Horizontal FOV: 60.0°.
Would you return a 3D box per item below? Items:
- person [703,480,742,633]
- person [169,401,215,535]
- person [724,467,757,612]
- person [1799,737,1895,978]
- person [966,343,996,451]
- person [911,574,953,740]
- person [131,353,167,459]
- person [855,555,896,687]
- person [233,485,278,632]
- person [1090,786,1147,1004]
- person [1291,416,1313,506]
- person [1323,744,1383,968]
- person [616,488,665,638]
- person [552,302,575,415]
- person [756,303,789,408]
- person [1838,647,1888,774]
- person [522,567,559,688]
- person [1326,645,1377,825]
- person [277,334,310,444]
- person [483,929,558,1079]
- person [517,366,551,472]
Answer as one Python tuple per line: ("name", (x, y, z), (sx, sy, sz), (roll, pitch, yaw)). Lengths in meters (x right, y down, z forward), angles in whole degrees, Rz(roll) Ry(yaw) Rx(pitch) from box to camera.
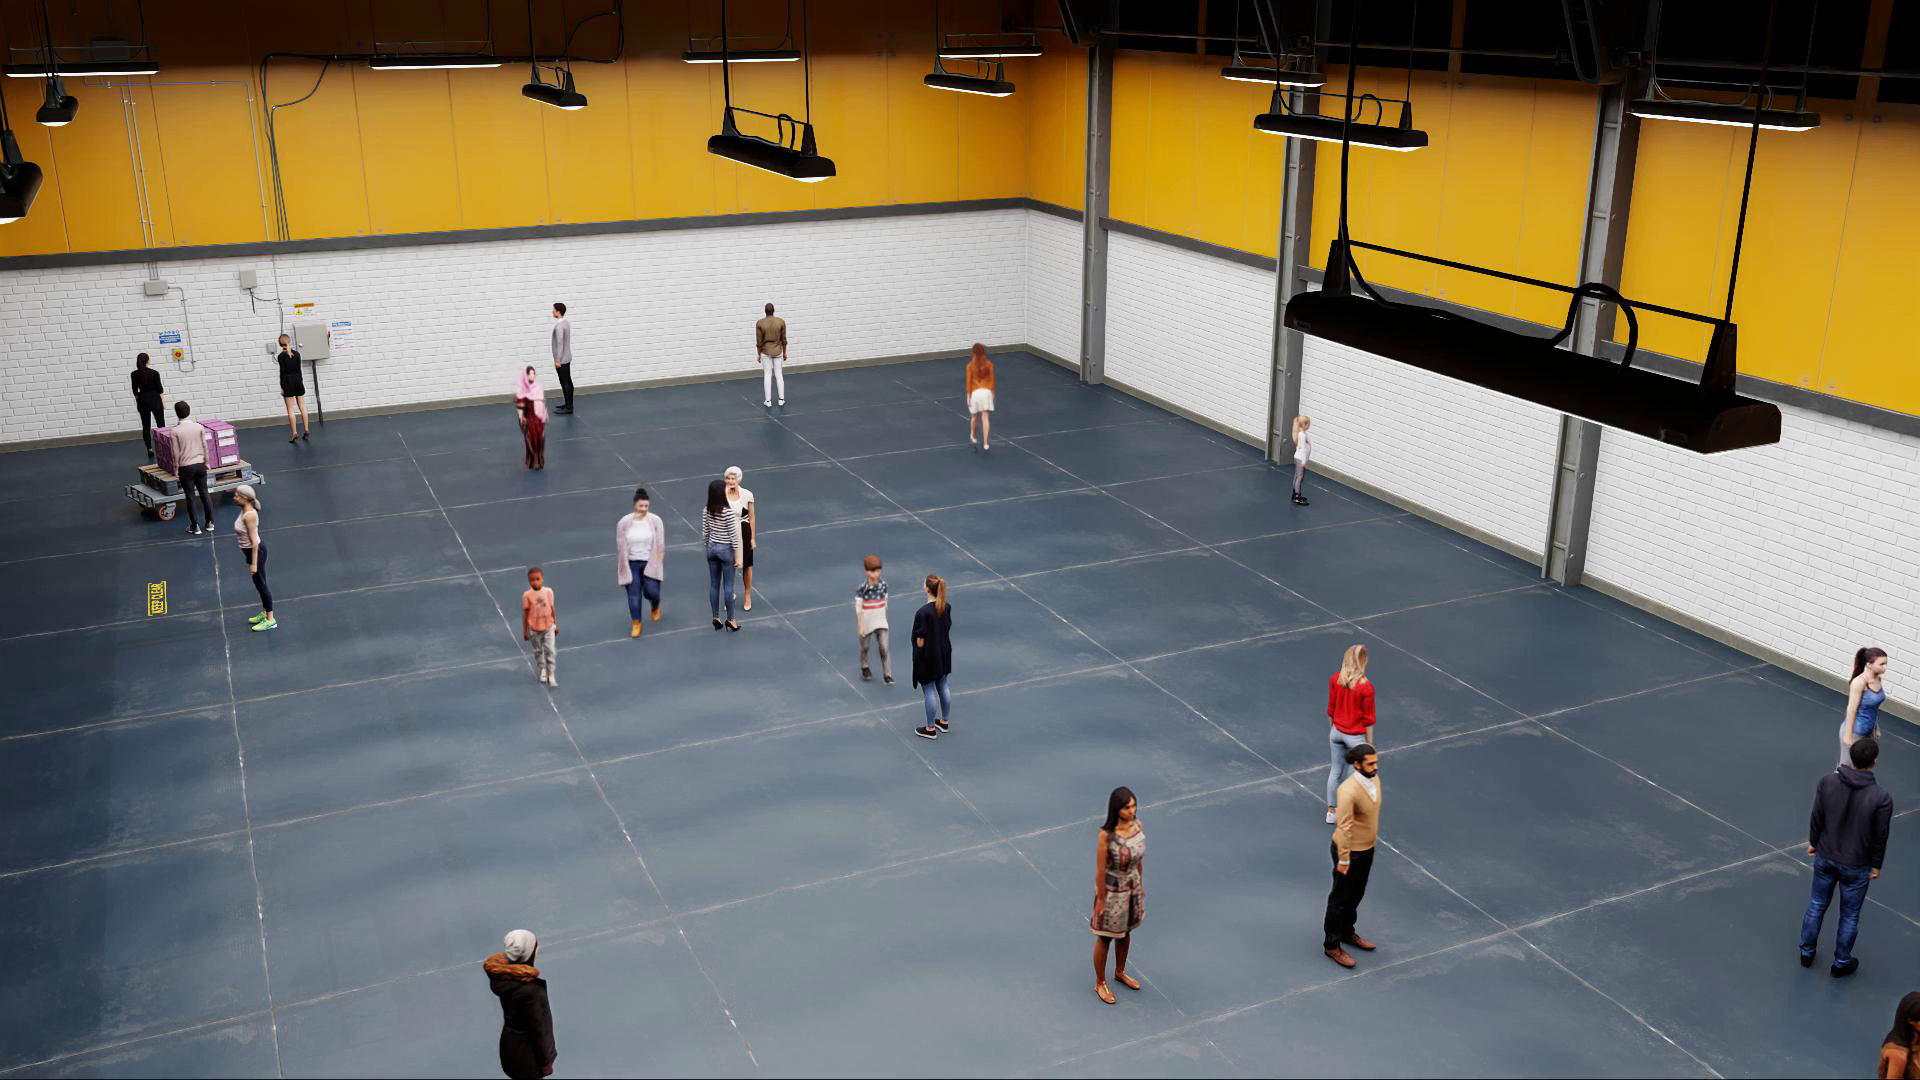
("person", (-2.729, 0.180, 18.968), (0.619, 1.796, 0.714), (10, 21, 27))
("person", (-10.366, -0.988, 22.418), (0.657, 1.807, 0.695), (17, 25, 42))
("person", (-2.633, -0.022, 19.632), (0.707, 1.754, 0.717), (2, 19, 7))
("person", (6.570, 2.350, 12.369), (0.650, 1.894, 0.810), (17, 25, 40))
("person", (0.351, -2.223, 26.288), (0.914, 1.677, 1.206), (-1, 19, -2))
("person", (-0.253, 1.129, 16.323), (0.697, 1.684, 0.673), (-18, 25, -42))
("person", (-12.645, -2.103, 25.961), (0.667, 1.660, 0.654), (-2, 19, -5))
("person", (-0.954, 0.836, 17.633), (0.583, 1.405, 0.931), (-6, 20, -18))
("person", (-8.095, 0.184, 19.102), (0.674, 1.702, 0.477), (-10, 21, -27))
("person", (1.159, 2.554, 12.154), (0.696, 1.645, 0.608), (-14, 23, -35))
("person", (4.867, -1.156, 23.744), (0.635, 1.279, 0.550), (1, 19, 4))
("person", (2.992, 2.344, 12.607), (0.721, 1.753, 0.740), (15, 24, 38))
("person", (-3.613, 0.233, 18.920), (0.841, 1.726, 0.921), (0, 19, -1))
("person", (-6.832, -3.142, 28.634), (0.885, 1.923, 0.722), (-1, 19, -3))
("person", (-3.290, -3.255, 29.121), (0.755, 1.825, 0.641), (-5, 19, -14))
("person", (7.969, 1.696, 14.760), (0.612, 1.608, 0.604), (-12, 22, -32))
("person", (-4.451, 0.891, 17.647), (0.597, 1.290, 0.829), (-5, 19, -15))
("person", (3.405, 1.714, 14.556), (0.569, 1.705, 0.737), (18, 25, 42))
("person", (-10.790, -2.457, 26.841), (0.686, 1.768, 0.663), (11, 22, 29))
("person", (-2.707, 3.161, 10.366), (0.738, 1.636, 0.608), (-14, 23, -36))
("person", (-6.554, -1.877, 25.313), (0.845, 1.645, 0.806), (13, 23, 34))
